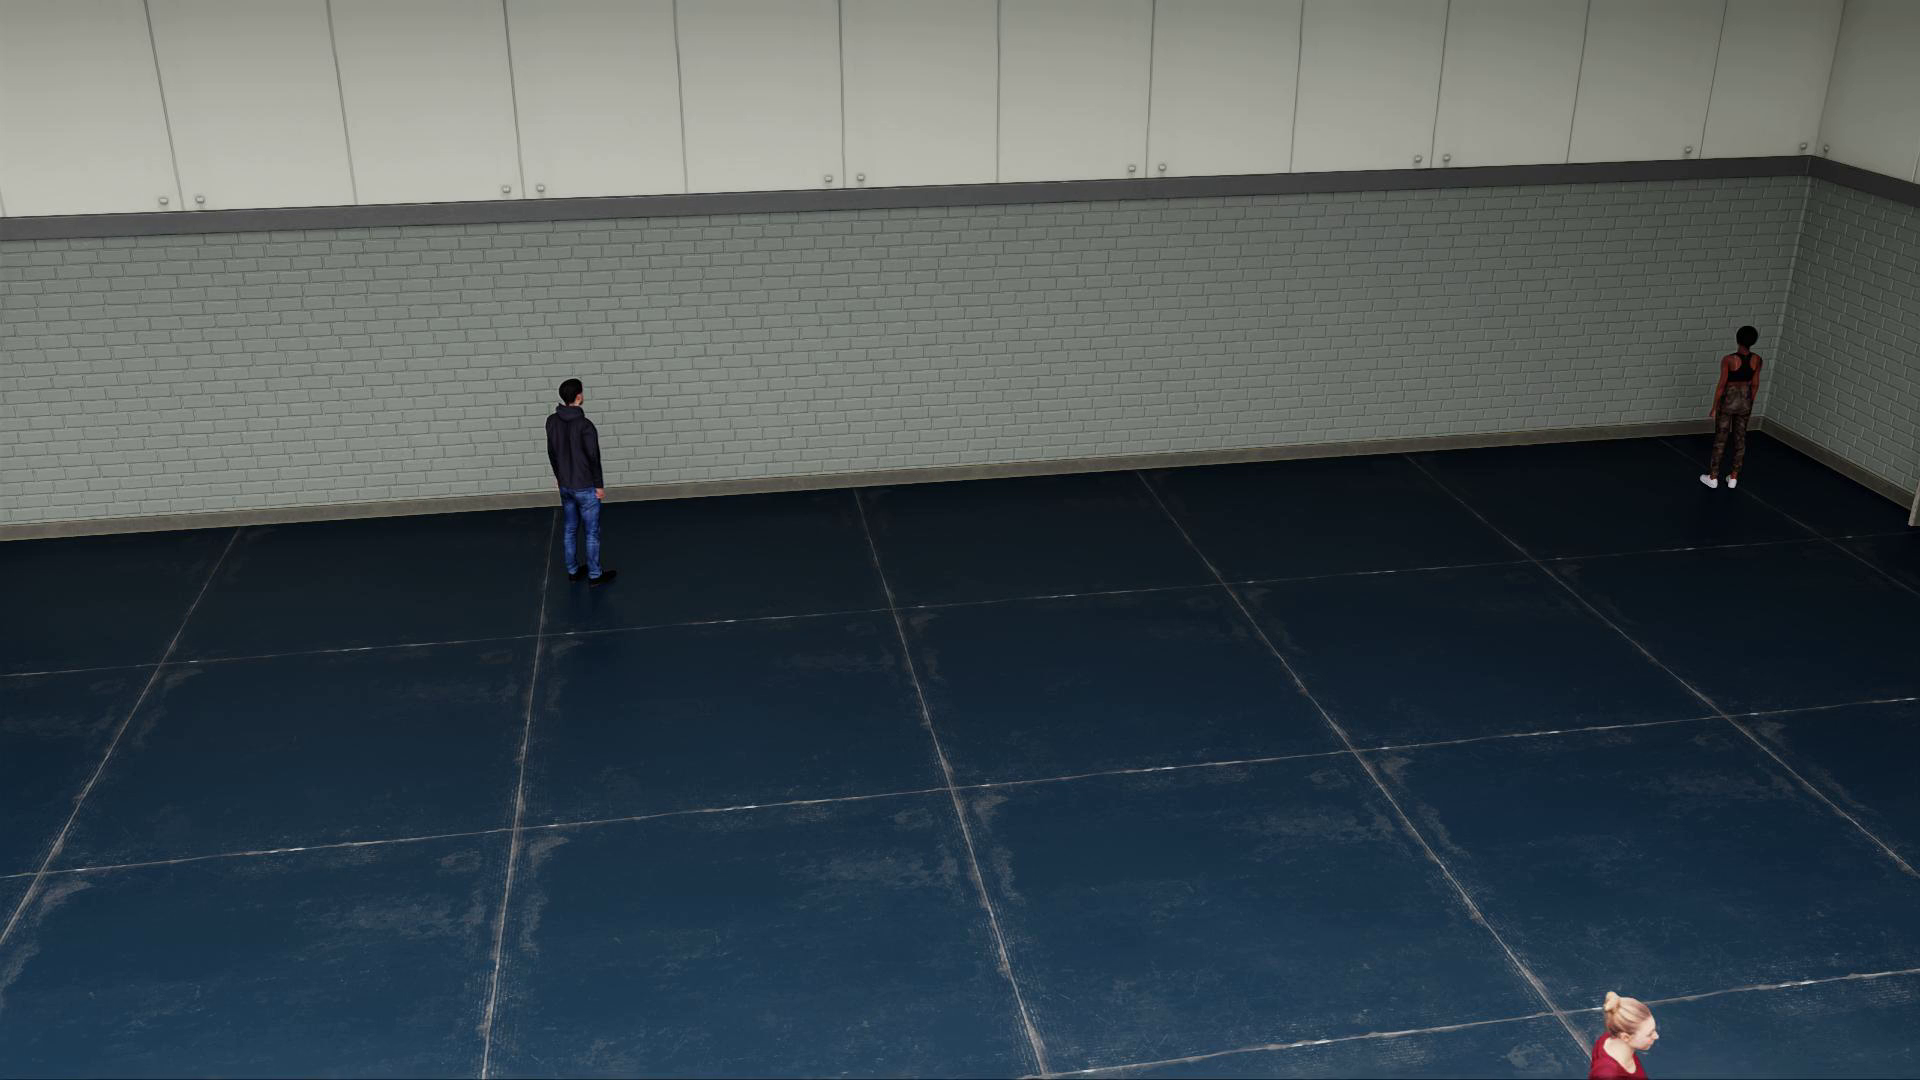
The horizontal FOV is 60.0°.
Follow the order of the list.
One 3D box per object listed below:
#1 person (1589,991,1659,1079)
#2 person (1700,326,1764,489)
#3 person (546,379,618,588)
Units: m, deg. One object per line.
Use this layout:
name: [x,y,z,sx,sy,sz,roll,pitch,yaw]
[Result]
person: [2.836,2.710,7.324,0.743,1.696,0.608,8,24,18]
person: [7.859,-1.357,16.883,0.616,1.700,0.598,1,23,2]
person: [-3.365,-0.502,14.624,0.761,1.894,0.780,11,25,23]
